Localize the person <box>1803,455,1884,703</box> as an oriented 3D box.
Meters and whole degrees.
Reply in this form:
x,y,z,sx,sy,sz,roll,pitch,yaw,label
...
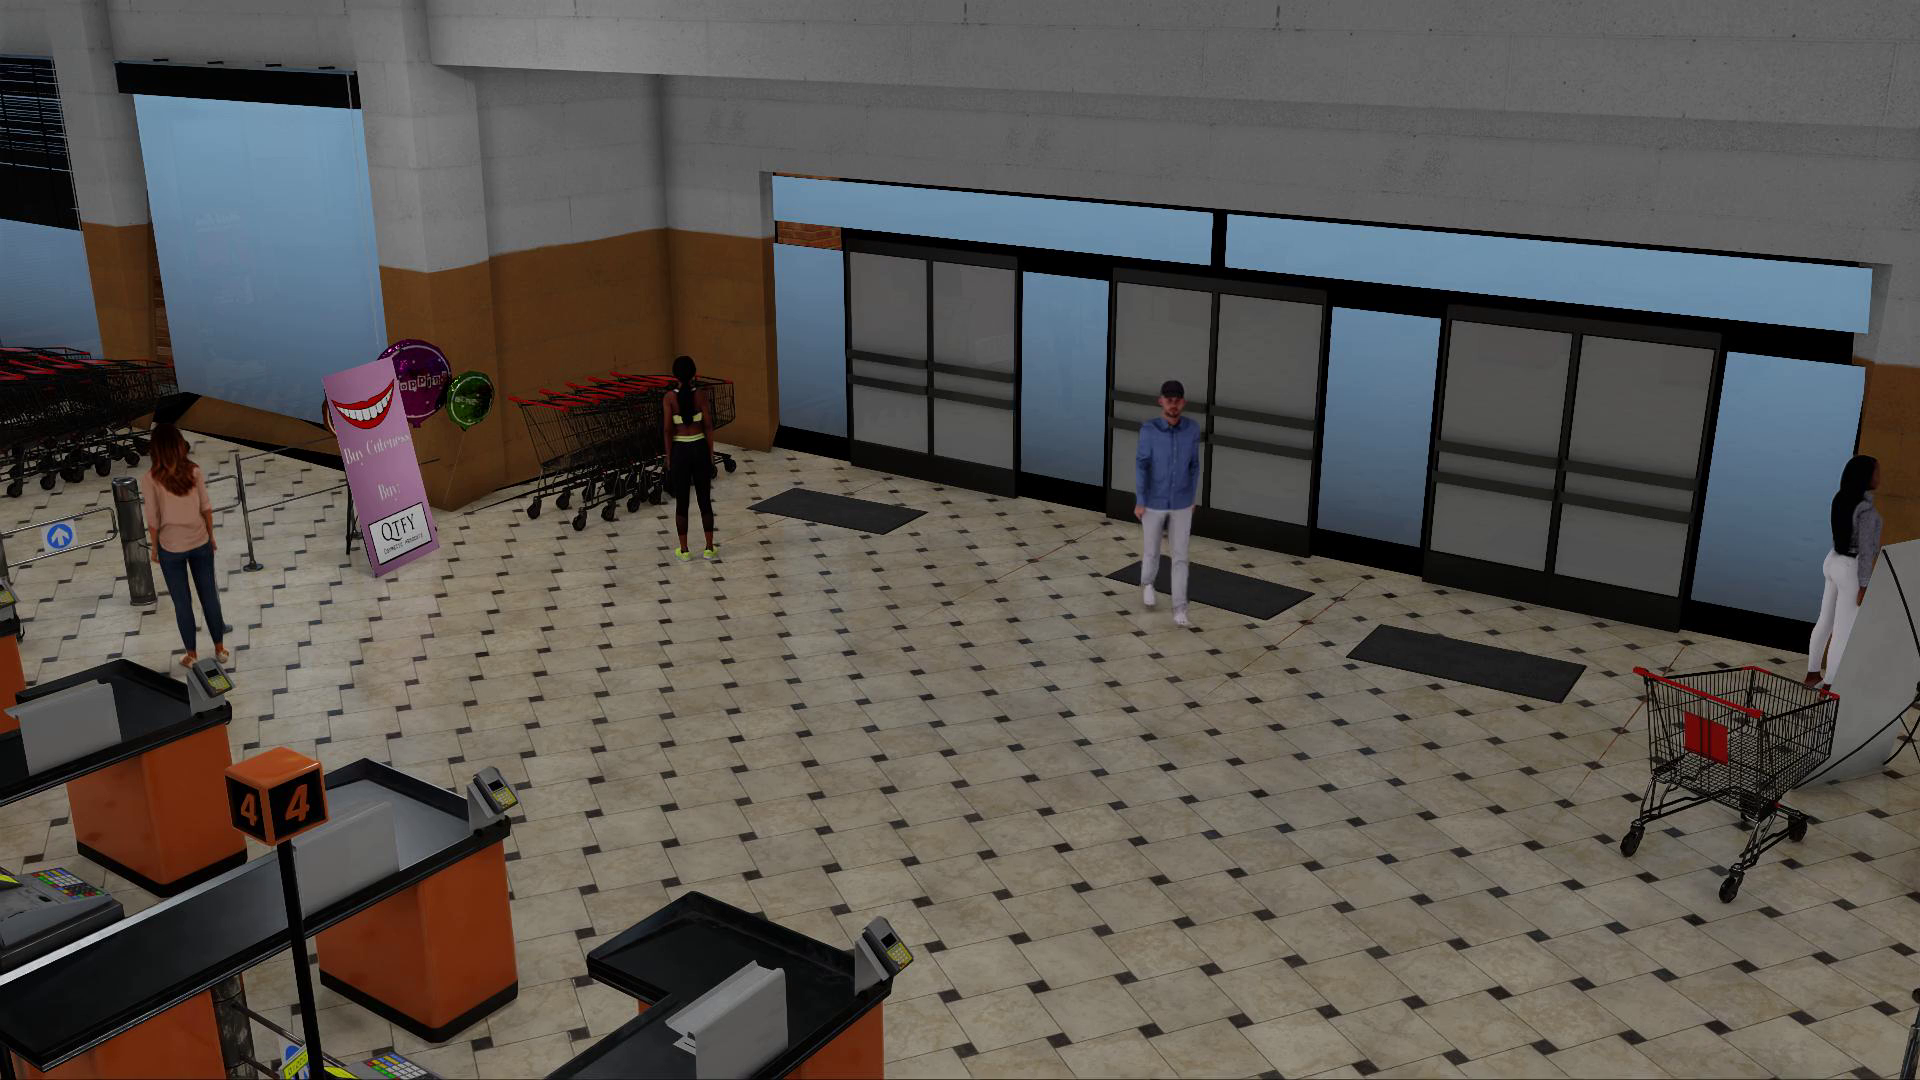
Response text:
x,y,z,sx,sy,sz,roll,pitch,yaw,label
5.987,0.256,11.236,0.733,1.725,0.629,1,19,3,person

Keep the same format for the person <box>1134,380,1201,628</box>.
x,y,z,sx,sy,sz,roll,pitch,yaw,label
1.558,-0.302,12.714,1.139,1.839,1.250,-2,19,-4,person

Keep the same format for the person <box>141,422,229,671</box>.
x,y,z,sx,sy,sz,roll,pitch,yaw,label
-5.487,0.043,11.769,0.561,1.790,0.712,-14,23,-35,person

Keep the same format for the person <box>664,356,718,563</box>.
x,y,z,sx,sy,sz,roll,pitch,yaw,label
-2.266,-0.684,13.978,0.629,1.755,0.701,-5,19,-14,person
